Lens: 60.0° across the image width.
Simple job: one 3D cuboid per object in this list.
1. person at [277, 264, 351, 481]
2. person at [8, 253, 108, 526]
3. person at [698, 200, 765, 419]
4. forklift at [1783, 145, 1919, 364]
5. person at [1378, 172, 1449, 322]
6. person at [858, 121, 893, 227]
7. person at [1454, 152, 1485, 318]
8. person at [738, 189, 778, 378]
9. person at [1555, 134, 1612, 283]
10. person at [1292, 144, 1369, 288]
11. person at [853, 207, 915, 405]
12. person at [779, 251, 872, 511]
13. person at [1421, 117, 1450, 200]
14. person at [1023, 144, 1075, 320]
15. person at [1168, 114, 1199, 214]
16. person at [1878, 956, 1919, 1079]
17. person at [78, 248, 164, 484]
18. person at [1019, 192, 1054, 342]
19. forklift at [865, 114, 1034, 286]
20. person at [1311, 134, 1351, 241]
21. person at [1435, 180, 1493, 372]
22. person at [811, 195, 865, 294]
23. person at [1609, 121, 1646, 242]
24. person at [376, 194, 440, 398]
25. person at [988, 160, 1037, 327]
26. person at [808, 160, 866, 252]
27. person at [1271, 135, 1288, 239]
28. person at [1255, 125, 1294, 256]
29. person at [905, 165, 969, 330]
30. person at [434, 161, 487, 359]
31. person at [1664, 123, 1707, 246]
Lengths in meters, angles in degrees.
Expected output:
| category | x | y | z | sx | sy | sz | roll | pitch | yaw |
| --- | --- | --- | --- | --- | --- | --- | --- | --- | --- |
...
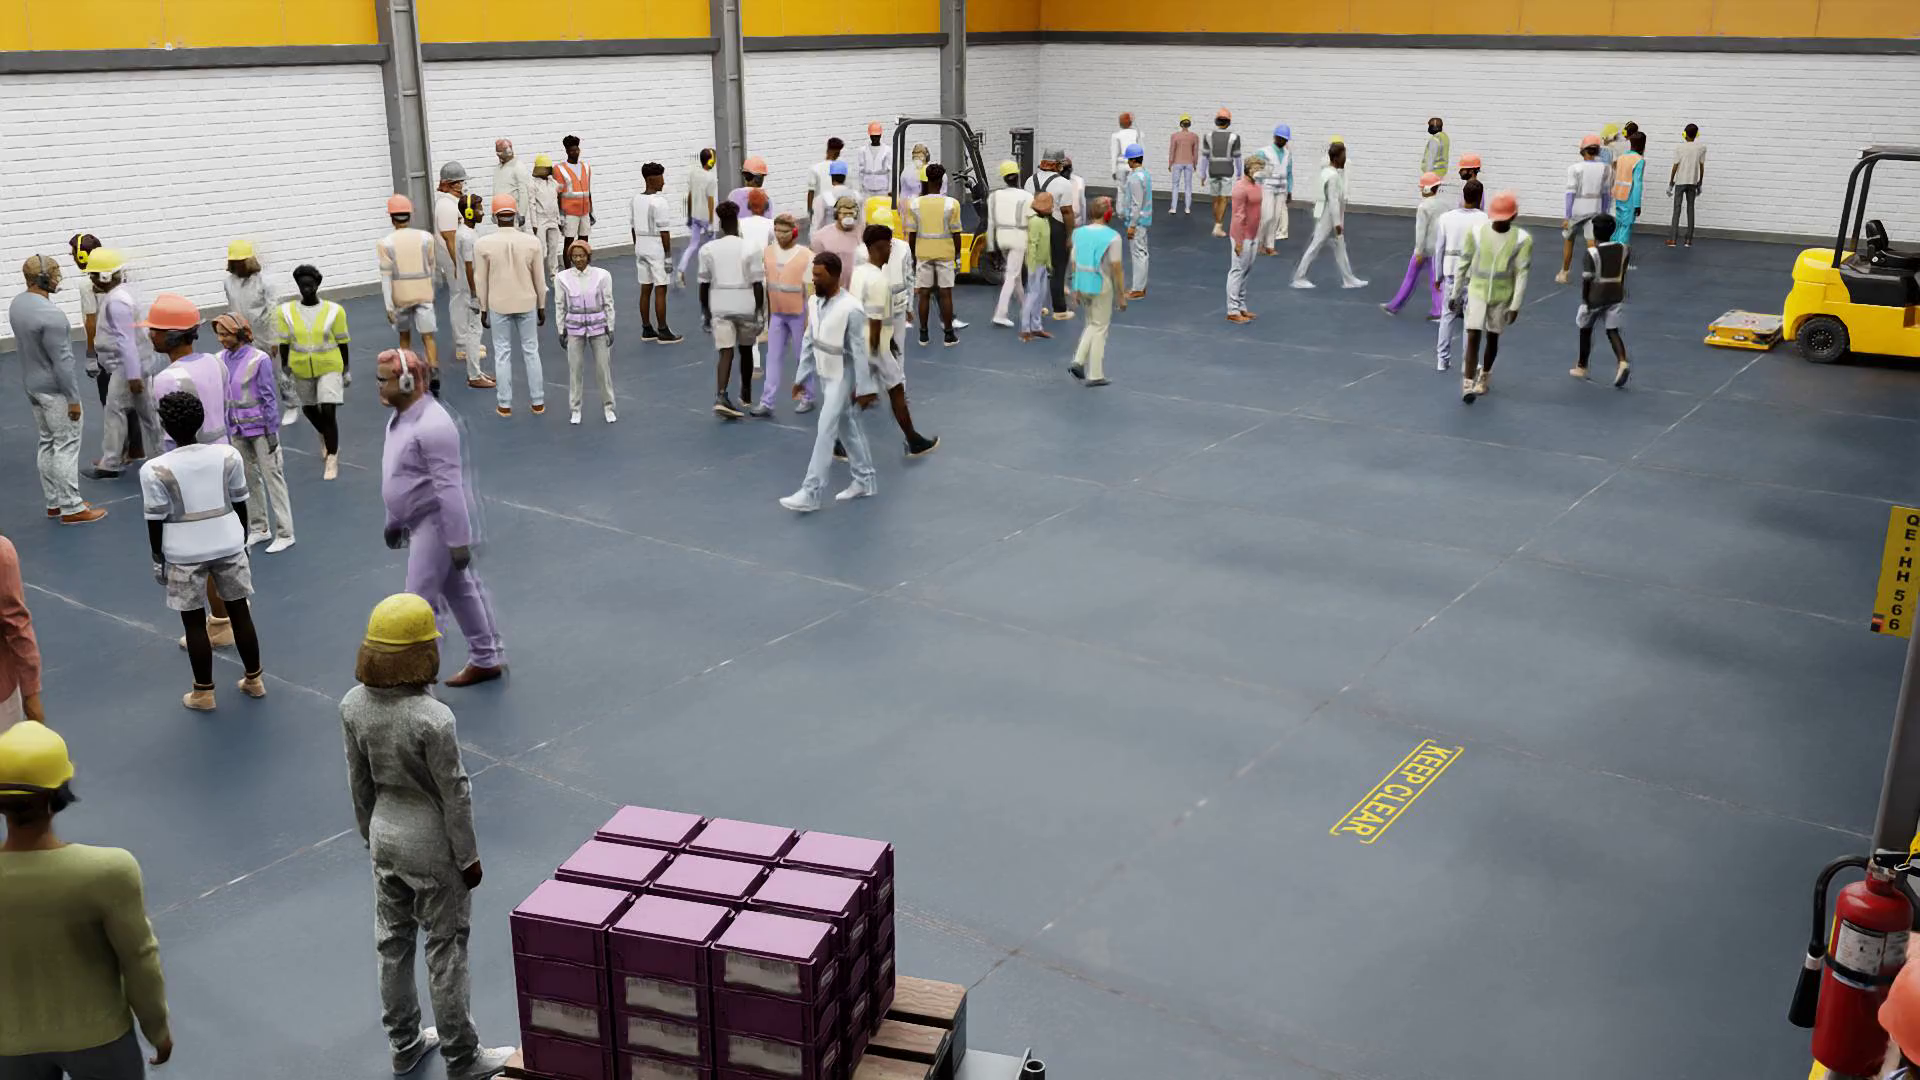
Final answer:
| category | x | y | z | sx | sy | sz | roll | pitch | yaw |
| --- | --- | --- | --- | --- | --- | --- | --- | --- | --- |
| person | -5.062 | -1.364 | 13.125 | 0.530 | 1.674 | 0.789 | -2 | 18 | -7 |
| person | -6.383 | -1.048 | 11.726 | 0.635 | 1.929 | 0.381 | 14 | 22 | 36 |
| person | -2.052 | -2.063 | 14.934 | 0.611 | 1.917 | 0.945 | 1 | 18 | 3 |
| forklift | 9.803 | -2.879 | 17.013 | 2.313 | 2.155 | 1.214 | 12 | 21 | 33 |
| person | 5.400 | -3.455 | 19.576 | 0.585 | 1.714 | 0.829 | -13 | 22 | -36 |
| person | -1.274 | -5.353 | 25.195 | 0.540 | 1.929 | 0.384 | 3 | 18 | 8 |
| person | 5.999 | -3.611 | 19.735 | 0.388 | 1.930 | 0.544 | 6 | 19 | 18 |
| person | -2.010 | -2.603 | 16.719 | 0.583 | 1.831 | 0.987 | 1 | 18 | 2 |
| person | 8.216 | -4.293 | 21.784 | 0.611 | 1.994 | 1.038 | -1 | 18 | -3 |
| person | 4.849 | -4.202 | 21.685 | 0.996 | 1.867 | 0.615 | 3 | 18 | 10 |
| person | -0.704 | -2.154 | 15.355 | 0.601 | 1.819 | 0.403 | -7 | 19 | -21 |
| person | -1.011 | -1.147 | 12.110 | 0.956 | 1.878 | 0.603 | -12 | 21 | -32 |
| person | 7.864 | -6.080 | 27.617 | 0.429 | 1.832 | 0.639 | 12 | 21 | 33 |
| person | 1.098 | -3.639 | 19.639 | 0.687 | 2.000 | 0.535 | 15 | 23 | 40 |
| person | 3.992 | -6.727 | 29.765 | 0.530 | 1.755 | 0.343 | -2 | 18 | -7 |
| person | 1.850 | 1.638 | 3.383 | 0.557 | 1.895 | 0.931 | -13 | 22 | -35 |
| person | -6.542 | -1.334 | 12.811 | 0.772 | 1.801 | 0.614 | -6 | 19 | -18 |
| person | 0.848 | -3.018 | 18.394 | 0.380 | 1.617 | 0.566 | 6 | 19 | 17 |
| forklift | -0.171 | -4.594 | 22.377 | 2.313 | 2.155 | 1.214 | 1 | 18 | 3 |
| person | 5.616 | -5.244 | 25.165 | 0.535 | 1.736 | 0.774 | 12 | 22 | 34 |
| person | 5.070 | -2.648 | 16.738 | 0.598 | 1.917 | 0.375 | 12 | 21 | 33 |
| person | -1.049 | -2.220 | 15.391 | 0.638 | 1.925 | 0.364 | -3 | 18 | -10 |
| person | 10.386 | -5.583 | 25.988 | 0.514 | 1.876 | 0.328 | 2 | 18 | 5 |
| person | -5.148 | -2.280 | 15.616 | 0.535 | 1.904 | 0.850 | -9 | 20 | -25 |
| person | 0.645 | -3.444 | 19.300 | 0.659 | 1.872 | 0.965 | 12 | 21 | 33 |
| person | -1.438 | -3.341 | 18.913 | 0.615 | 1.901 | 0.908 | -14 | 23 | -38 |
| person | 5.087 | -5.677 | 26.478 | 0.342 | 1.758 | 0.527 | 0 | 18 | 1 |
| person | 4.634 | -5.153 | 24.565 | 0.628 | 1.917 | 0.438 | -9 | 20 | -25 |
| person | -0.401 | -3.302 | 18.860 | 0.999 | 1.870 | 0.592 | 11 | 21 | 32 |
| person | -5.199 | -2.935 | 17.437 | 0.536 | 2.000 | 0.676 | -4 | 18 | -13 |
| person | 11.187 | -5.470 | 25.653 | 0.519 | 1.865 | 0.326 | 2 | 18 | 6 |
